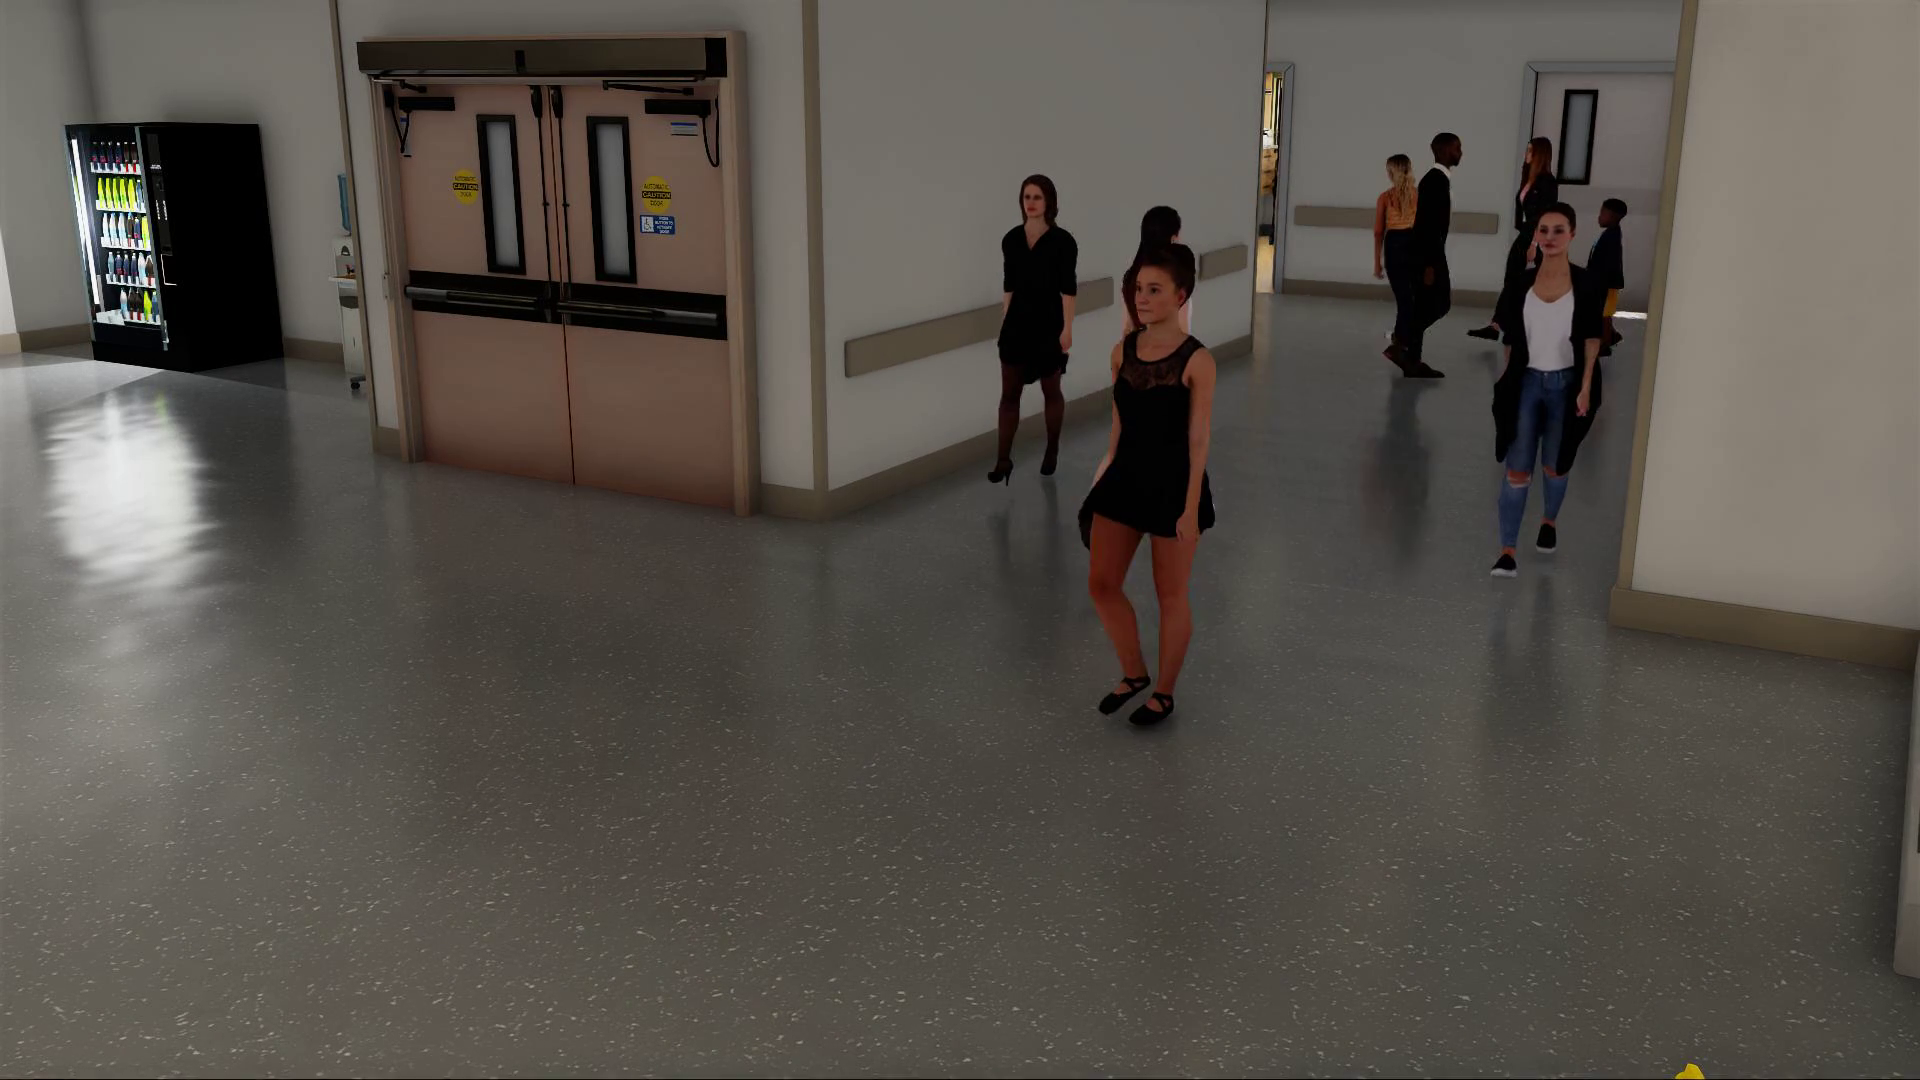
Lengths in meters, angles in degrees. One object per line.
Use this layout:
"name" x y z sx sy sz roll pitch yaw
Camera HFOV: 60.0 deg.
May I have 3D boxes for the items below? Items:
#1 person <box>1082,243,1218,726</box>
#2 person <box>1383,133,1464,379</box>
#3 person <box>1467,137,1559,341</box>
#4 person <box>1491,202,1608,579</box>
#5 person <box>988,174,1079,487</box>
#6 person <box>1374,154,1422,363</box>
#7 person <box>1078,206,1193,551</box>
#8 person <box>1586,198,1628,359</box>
"person" 0.724 -0.178 5.757 0.577 1.668 0.680 13 20 38
"person" 3.353 -2.080 12.275 0.836 1.791 0.774 2 16 7
"person" 4.856 -2.432 13.751 1.228 1.668 1.045 -1 16 -4
"person" 2.674 -0.656 7.510 1.091 1.635 0.752 7 17 24
"person" 0.458 -1.142 9.170 0.978 1.670 0.741 7 17 23
"person" 3.435 -2.124 12.822 1.116 1.580 1.029 2 16 6
"person" 0.820 -0.669 7.585 1.028 1.619 0.797 14 21 41
"person" 5.217 -2.072 13.224 0.657 1.262 0.601 4 16 12
